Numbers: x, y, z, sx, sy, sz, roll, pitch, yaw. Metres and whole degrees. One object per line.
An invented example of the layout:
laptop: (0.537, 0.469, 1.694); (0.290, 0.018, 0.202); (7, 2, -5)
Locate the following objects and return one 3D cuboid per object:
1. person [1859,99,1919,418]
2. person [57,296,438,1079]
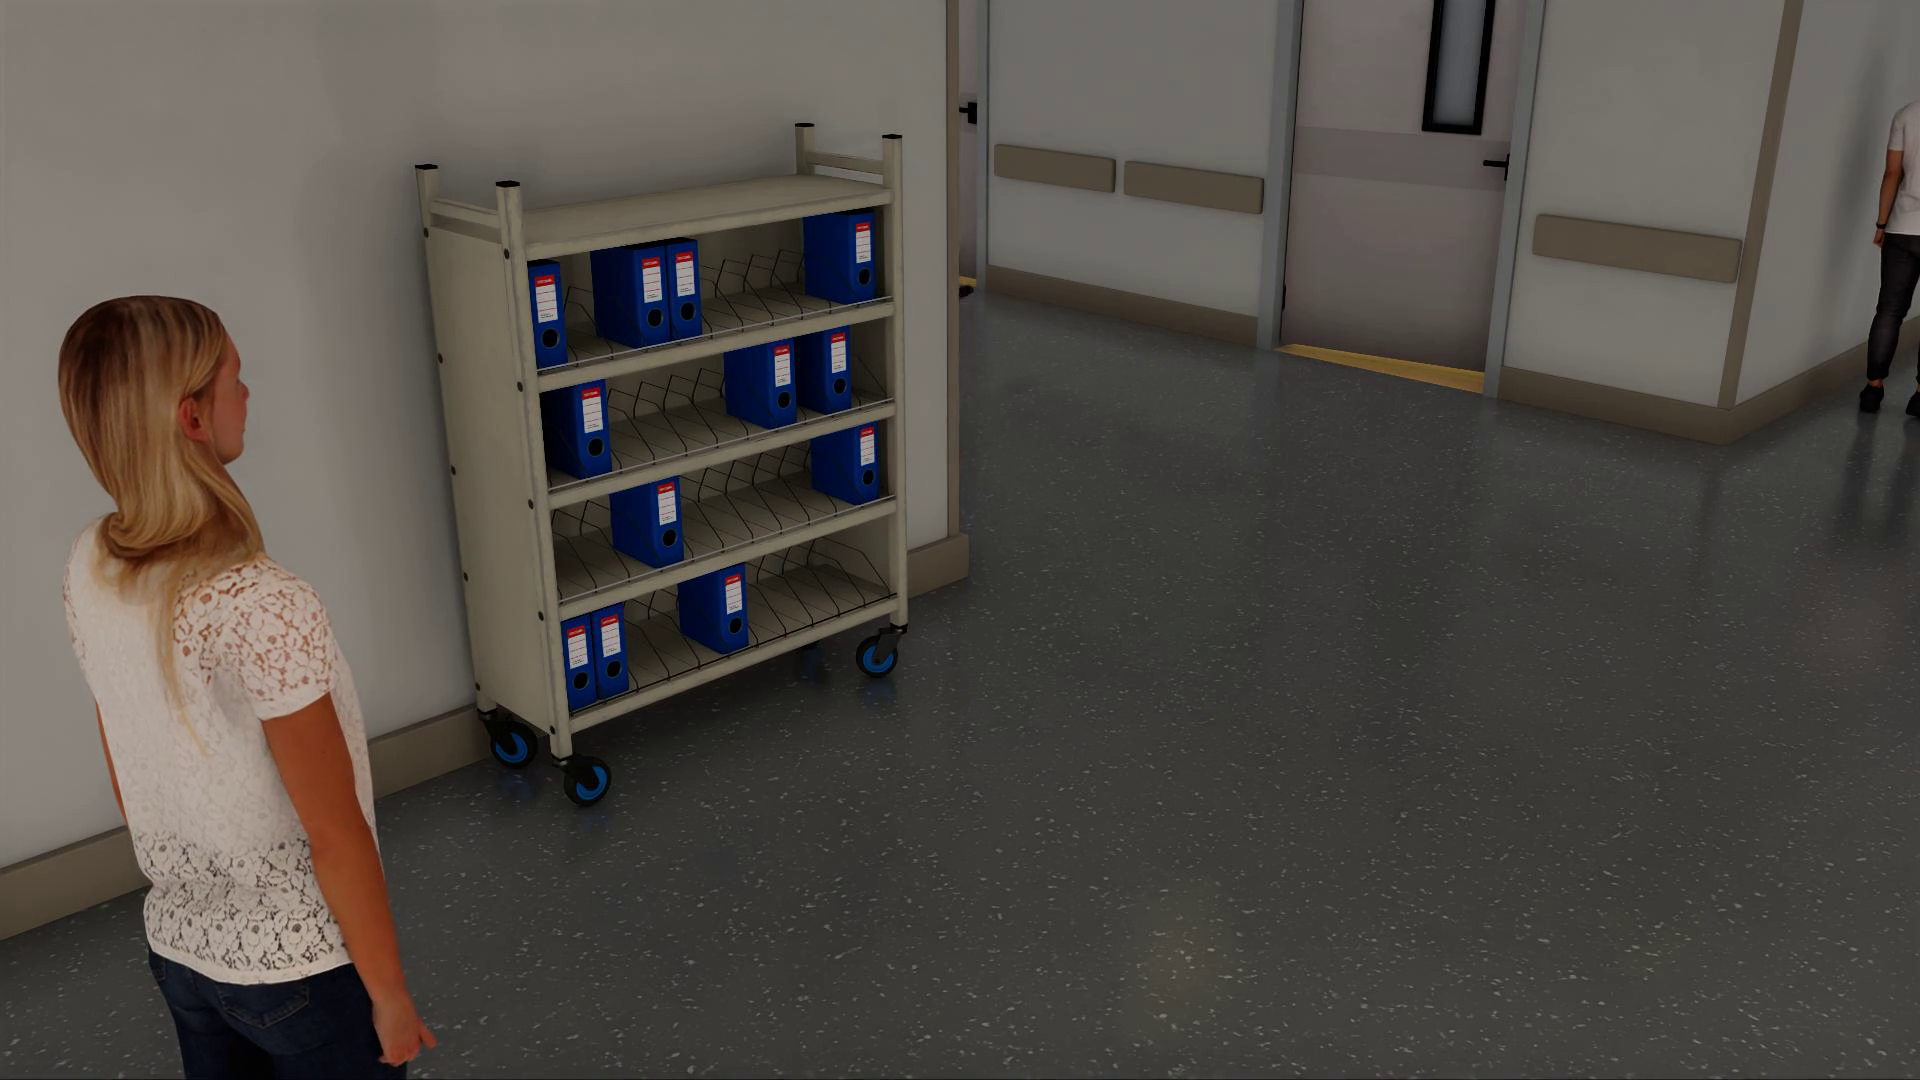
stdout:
person: (4.410, -1.431, 7.554); (0.642, 1.721, 0.561); (16, 26, 36)
person: (-0.924, 0.564, 2.208); (0.641, 1.809, 0.591); (11, 23, 27)
